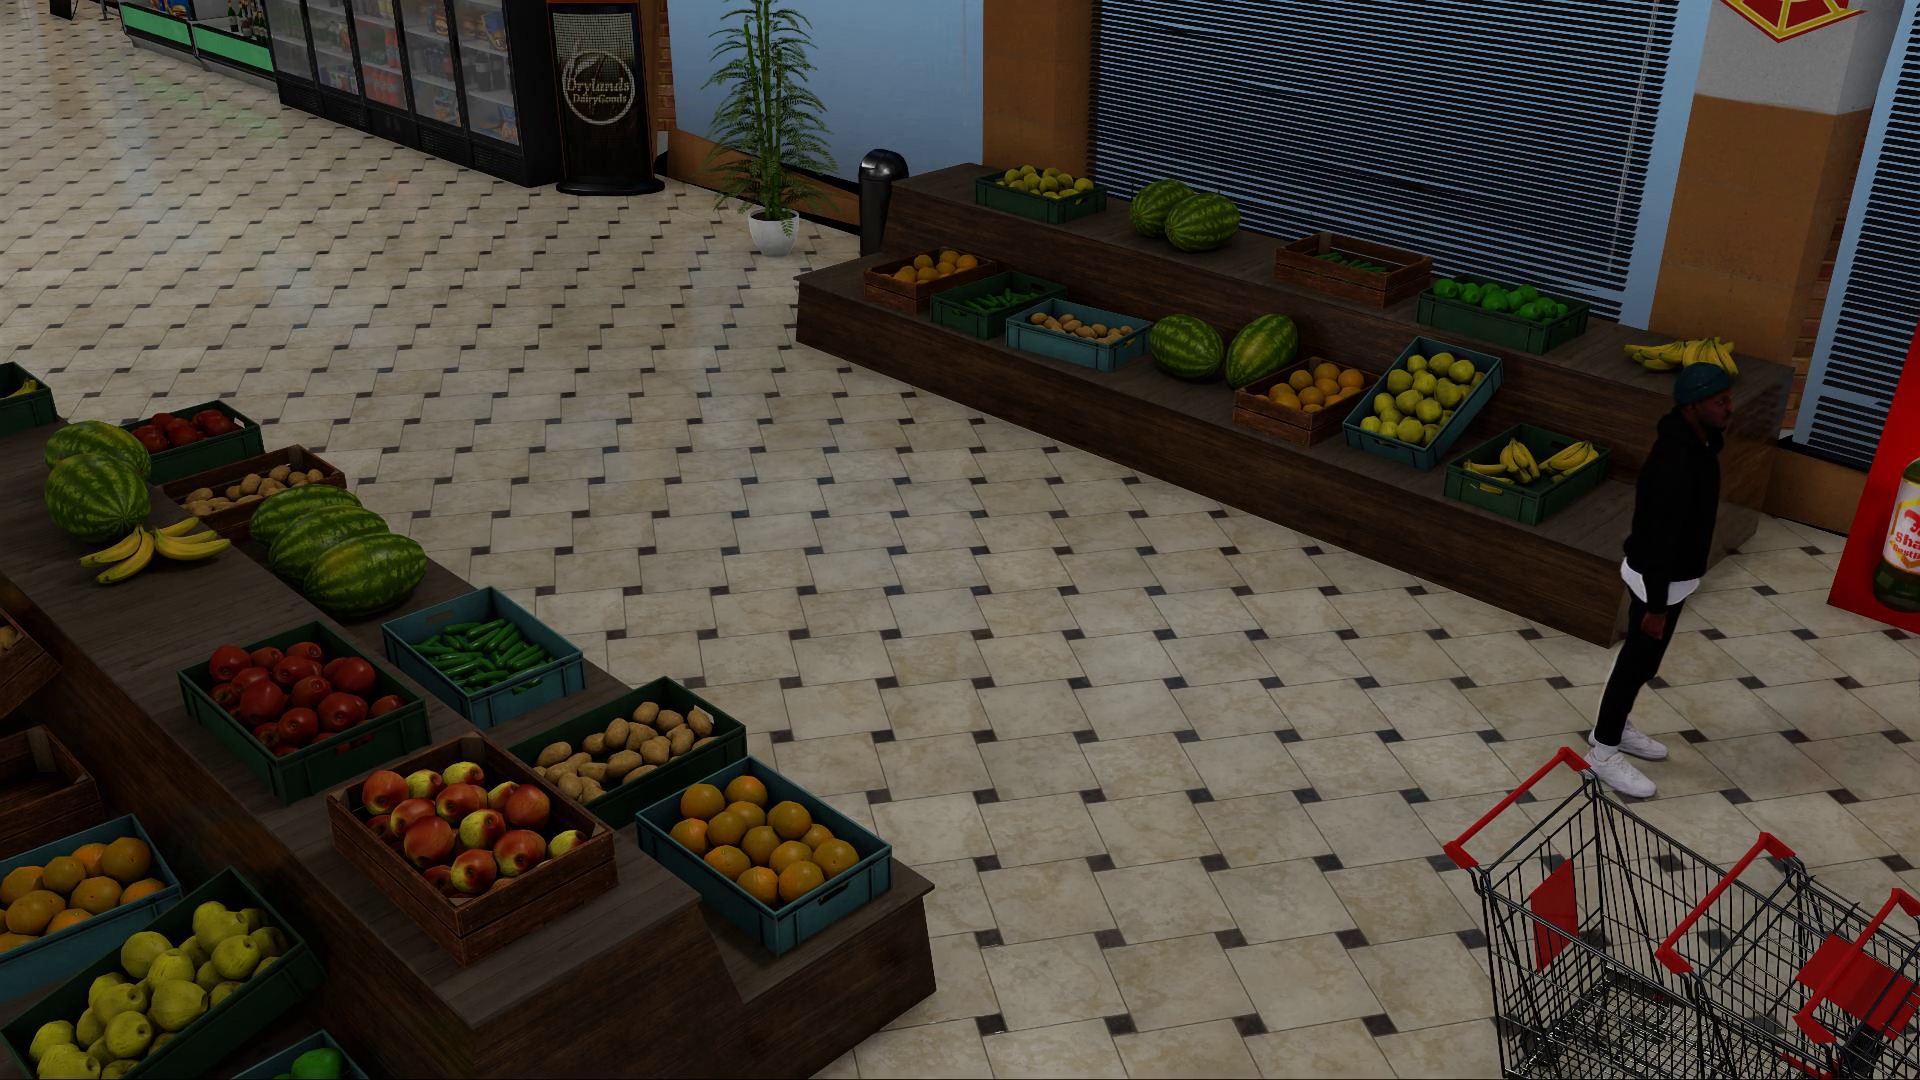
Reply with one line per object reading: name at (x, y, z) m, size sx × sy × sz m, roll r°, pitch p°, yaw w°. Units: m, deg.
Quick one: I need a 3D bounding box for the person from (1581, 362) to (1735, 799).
person at (2.806, 0.136, 6.665) m, size 0.652 × 1.817 × 0.725 m, roll 15°, pitch 31°, yaw 27°
